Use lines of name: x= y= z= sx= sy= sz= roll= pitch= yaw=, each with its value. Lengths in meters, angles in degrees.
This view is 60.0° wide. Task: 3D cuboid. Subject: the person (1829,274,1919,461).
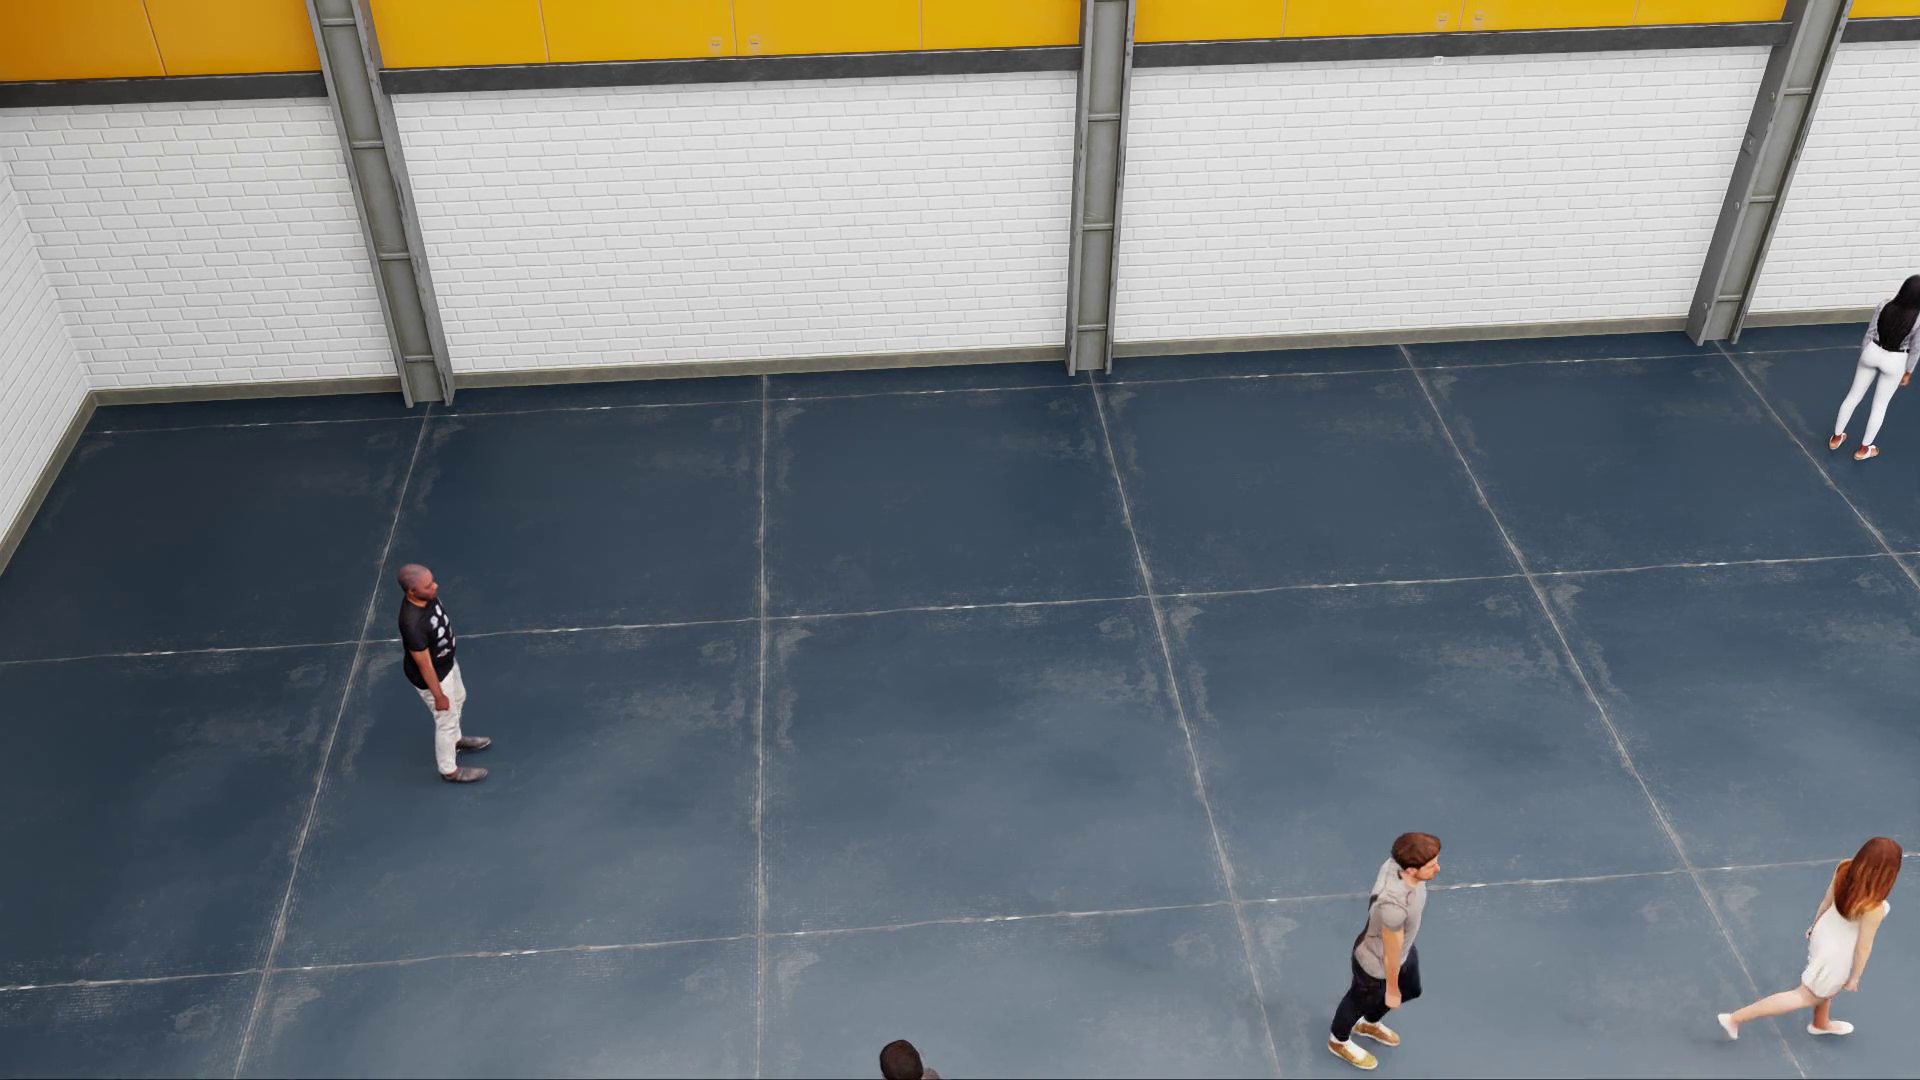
person: x=7.711 y=-1.467 z=13.896 sx=0.711 sy=1.721 sz=0.680 roll=-29 pitch=47 yaw=-31

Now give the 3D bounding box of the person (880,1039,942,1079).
person: x=-0.238 y=3.062 z=8.232 sx=0.683 sy=1.713 sz=0.700 roll=13 pitch=40 yaw=15

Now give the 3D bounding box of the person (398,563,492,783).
person: x=-3.456 y=0.860 z=10.922 sx=0.578 sy=1.797 sz=0.656 roll=-5 pitch=39 yaw=-6

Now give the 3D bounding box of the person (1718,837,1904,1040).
person: x=4.777 y=2.269 z=9.248 sx=1.109 sy=1.683 sz=0.608 roll=-1 pitch=39 yaw=-1

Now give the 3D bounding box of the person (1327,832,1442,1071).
person: x=2.240 y=2.237 z=9.130 sx=0.832 sy=1.880 sz=0.793 roll=21 pitch=43 yaw=24
